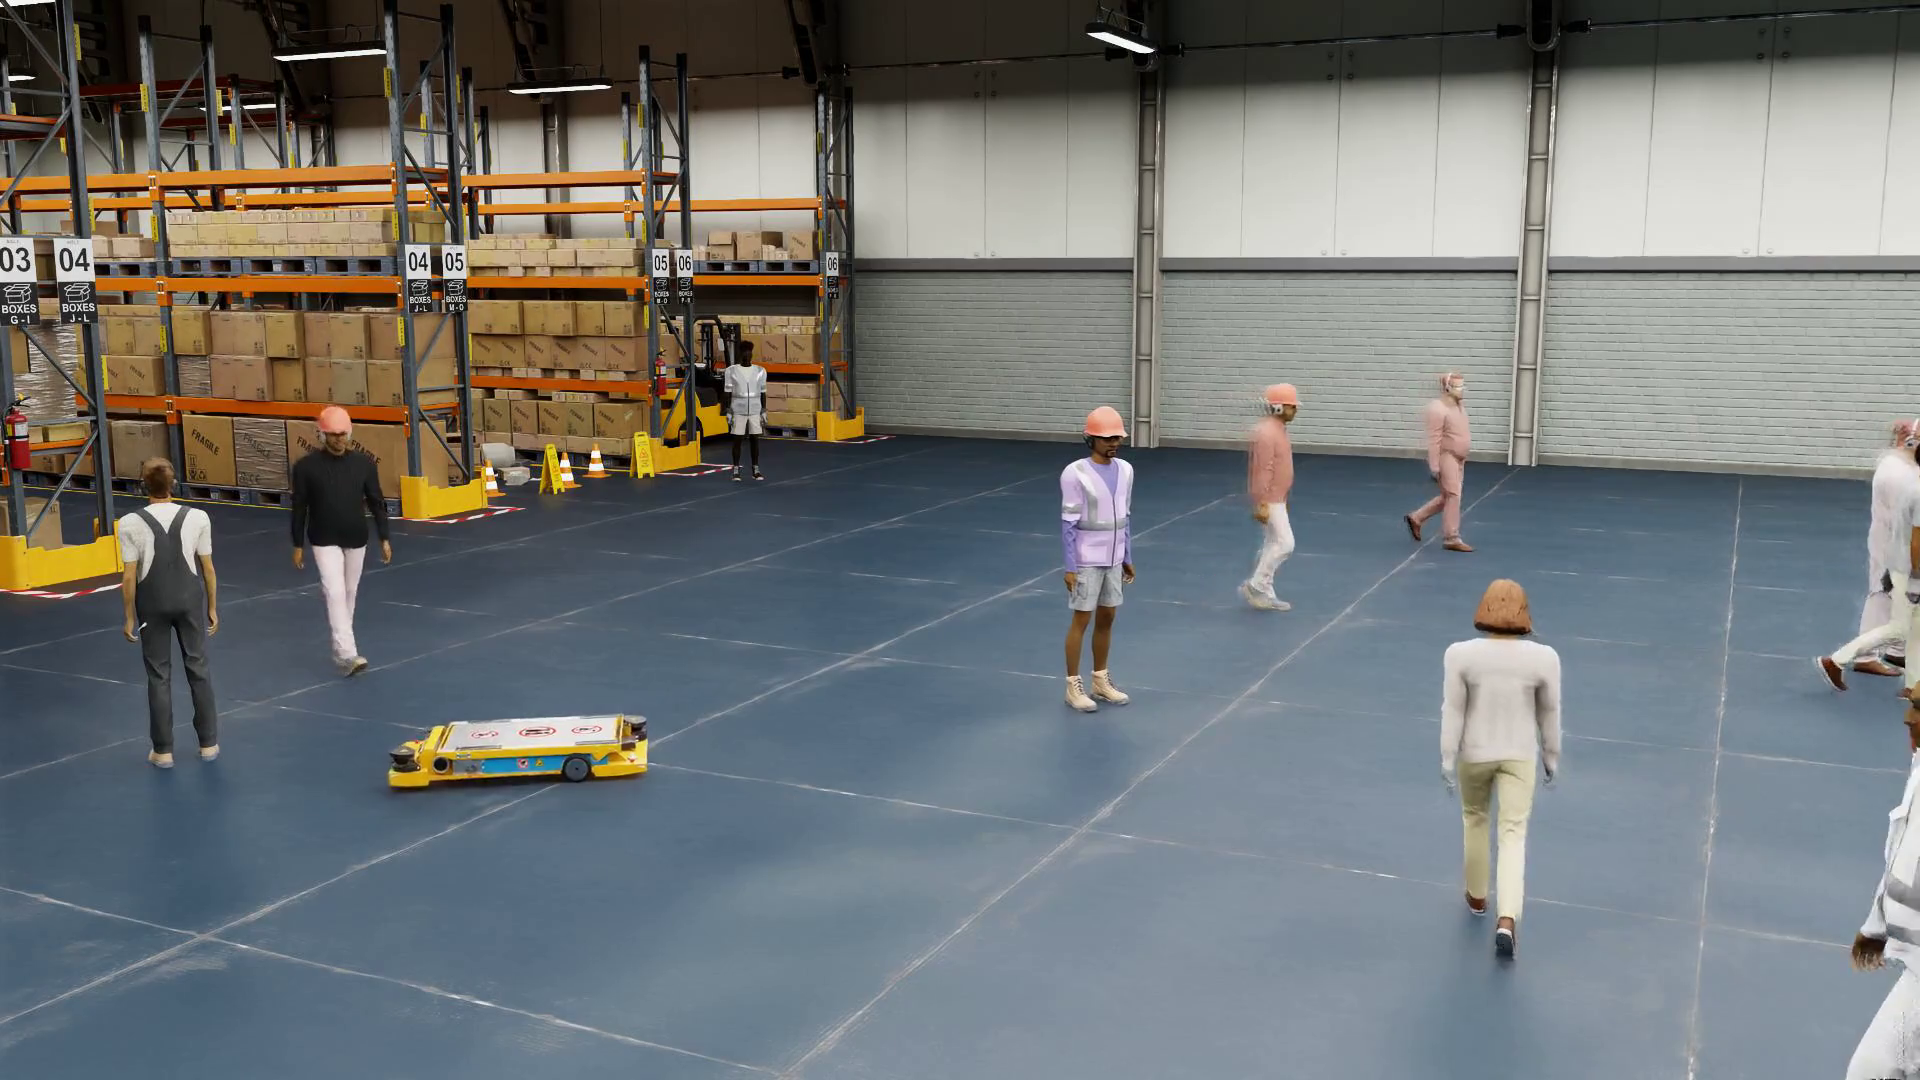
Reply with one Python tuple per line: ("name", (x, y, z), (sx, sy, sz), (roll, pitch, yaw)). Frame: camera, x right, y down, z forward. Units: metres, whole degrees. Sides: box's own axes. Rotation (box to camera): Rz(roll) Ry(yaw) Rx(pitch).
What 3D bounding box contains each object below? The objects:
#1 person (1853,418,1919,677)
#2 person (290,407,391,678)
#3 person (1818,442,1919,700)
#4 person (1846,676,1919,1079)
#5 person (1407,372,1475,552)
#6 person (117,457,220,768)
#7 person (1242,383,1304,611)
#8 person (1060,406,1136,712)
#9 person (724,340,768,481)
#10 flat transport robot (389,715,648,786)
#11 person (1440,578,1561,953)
("person", (6.823, 0.067, 11.972), (0.613, 1.883, 0.636), (7, 12, 37))
("person", (-4.453, 0.015, 12.082), (0.652, 1.946, 0.981), (-8, 12, -39))
("person", (6.359, 0.198, 11.320), (0.768, 1.845, 0.536), (5, 10, 28))
("person", (2.962, 1.245, 4.901), (0.944, 1.849, 0.583), (3, 10, 18))
("person", (5.086, -0.831, 17.488), (0.737, 1.881, 0.653), (7, 12, 37))
("person", (-4.690, 0.429, 9.883), (0.516, 1.842, 0.324), (-6, 11, -33))
("person", (2.718, -0.354, 14.266), (0.437, 1.975, 0.644), (4, 10, 24))
("person", (0.951, 0.124, 11.146), (0.611, 2.042, 0.395), (-7, 12, -38))
("person", (-2.980, -1.802, 23.191), (0.607, 1.966, 0.367), (-3, 10, -19))
("flat transport robot", (-2.570, 1.228, 9.797), (1.431, 0.197, 0.652), (-2, 9, -10))
("person", (2.376, 0.970, 7.323), (0.510, 1.599, 0.806), (2, 10, 14))
